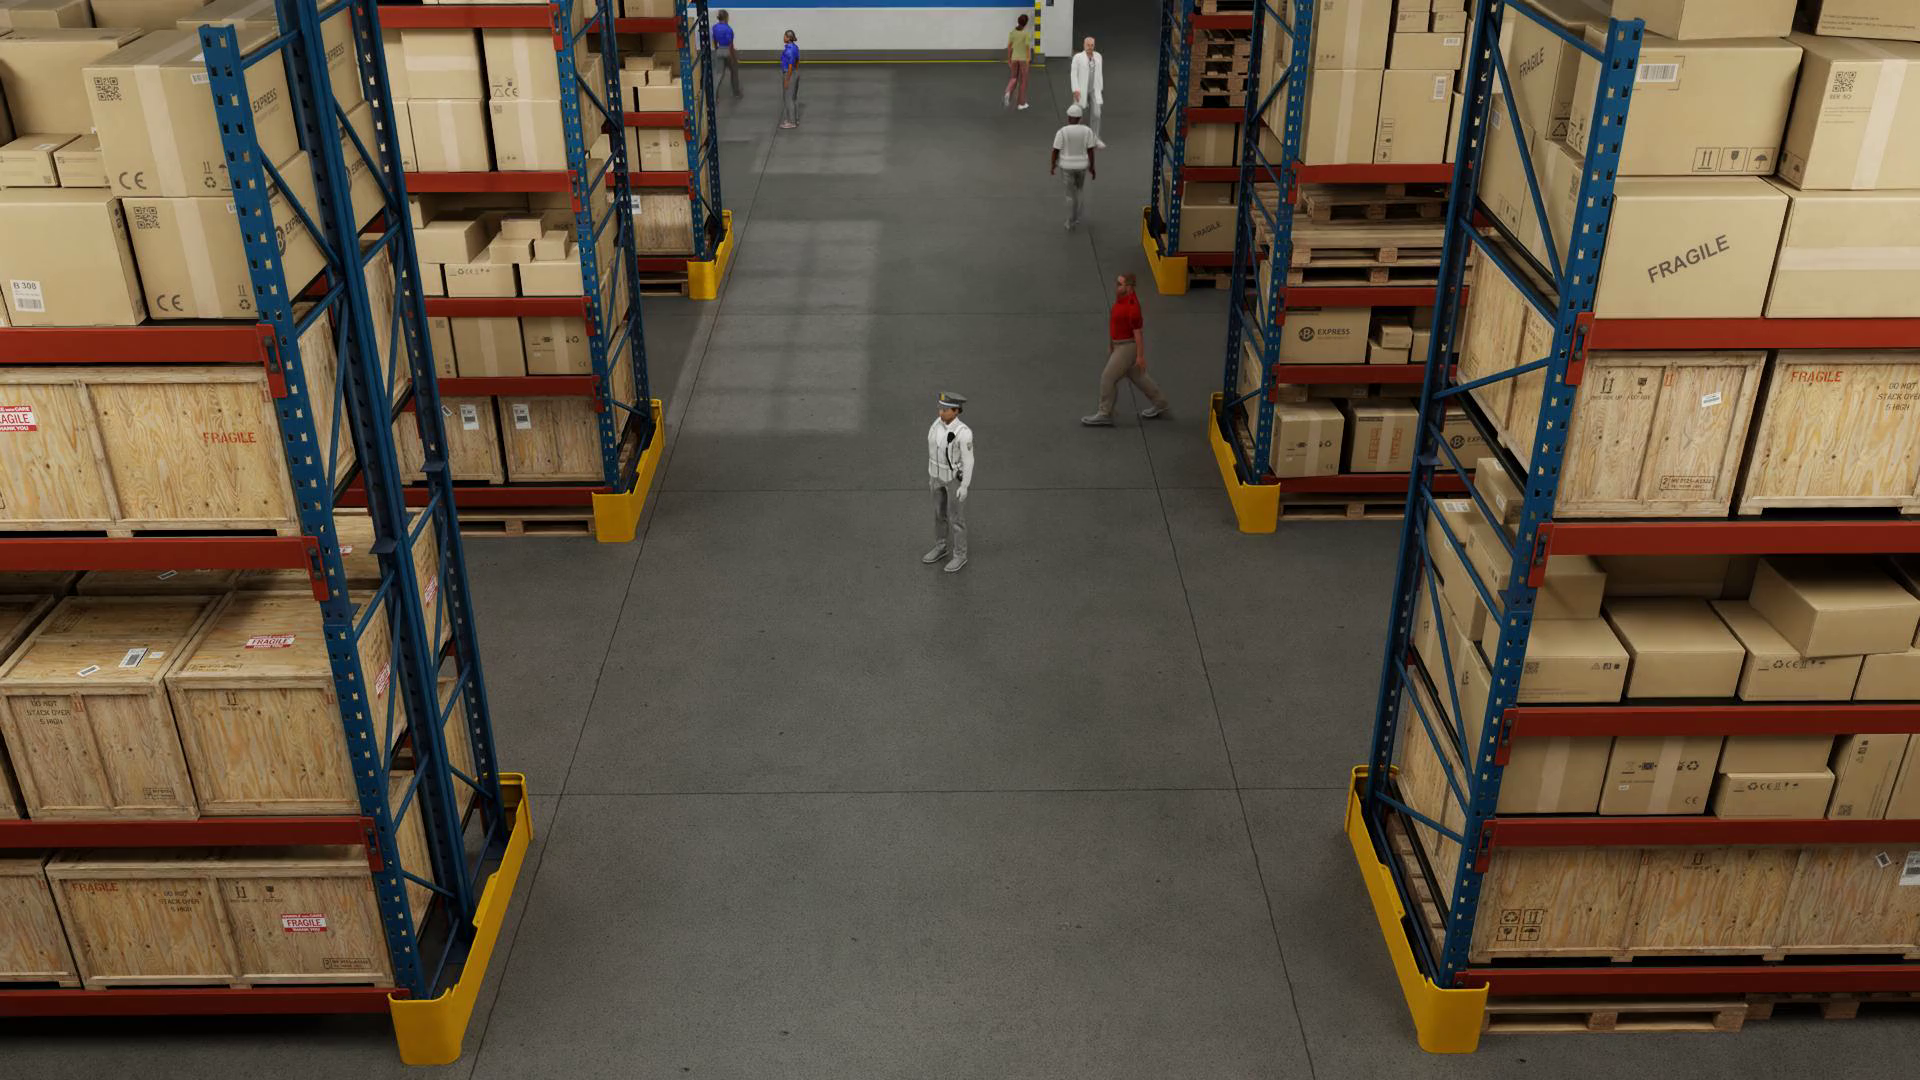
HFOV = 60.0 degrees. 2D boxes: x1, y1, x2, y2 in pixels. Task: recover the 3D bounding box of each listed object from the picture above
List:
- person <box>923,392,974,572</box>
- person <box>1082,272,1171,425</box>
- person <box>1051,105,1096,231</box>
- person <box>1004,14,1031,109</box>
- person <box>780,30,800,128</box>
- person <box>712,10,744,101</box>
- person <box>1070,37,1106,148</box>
[{"bbox_3d":[-0.110,-0.548,15.010,0.468,1.686,0.375,23,36,37],"label":"person"},{"bbox_3d":[1.819,-2.064,17.826,0.971,1.684,0.533,1,28,3],"label":"person"},{"bbox_3d":[1.612,-5.361,23.847,0.619,1.766,0.583,-6,29,-11],"label":"person"},{"bbox_3d":[1.043,-8.607,30.003,0.469,1.670,0.609,14,31,25],"label":"person"},{"bbox_3d":[-2.978,-8.051,28.999,0.362,1.656,0.435,4,29,8],"label":"person"},{"bbox_3d":[-4.336,-8.935,30.643,0.466,1.638,0.859,10,30,18],"label":"person"},{"bbox_3d":[2.147,-7.477,27.758,0.616,1.768,0.740,-7,29,-14],"label":"person"}]
